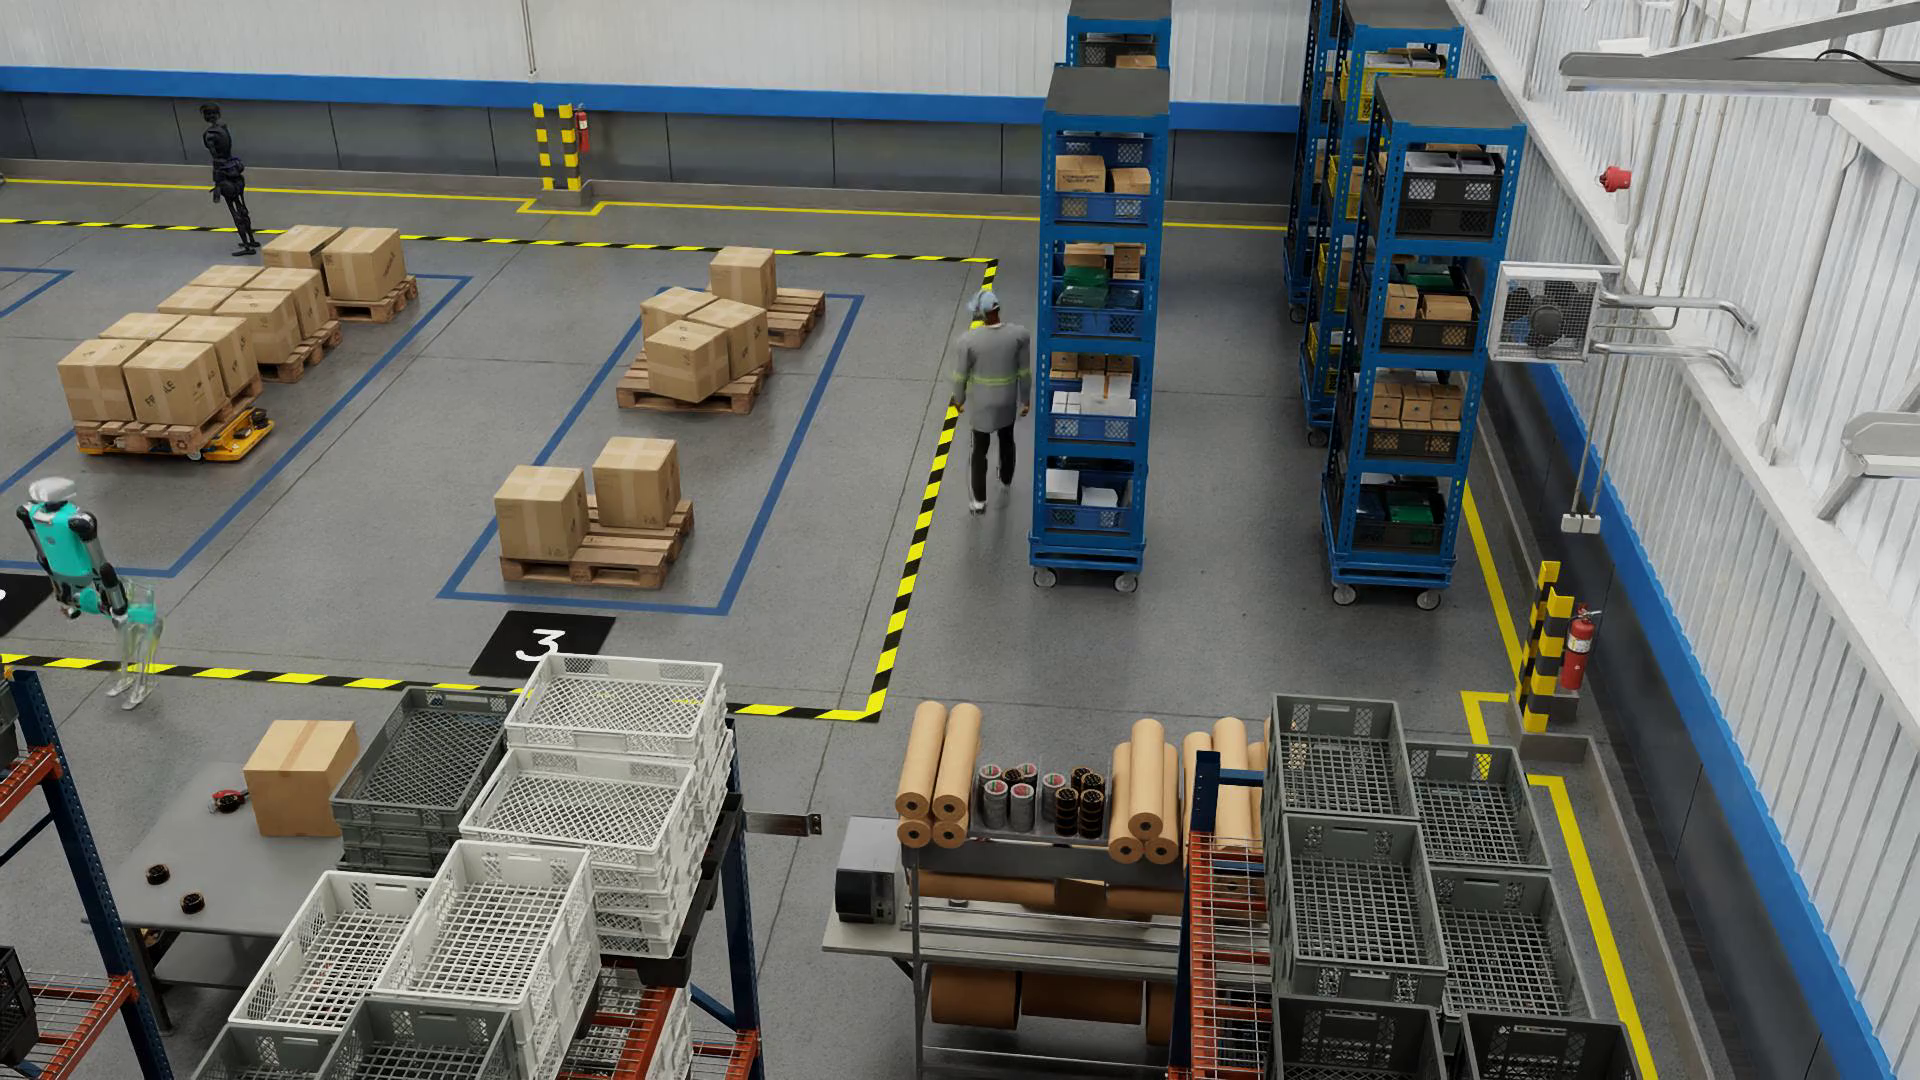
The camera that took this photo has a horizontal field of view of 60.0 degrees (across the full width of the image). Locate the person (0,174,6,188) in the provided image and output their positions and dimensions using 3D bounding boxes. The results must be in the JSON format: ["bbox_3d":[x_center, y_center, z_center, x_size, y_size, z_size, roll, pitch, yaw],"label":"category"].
[{"bbox_3d":[-11.982,-5.056,19.831,0.773,1.801,0.601,13,33,22],"label":"person"}]

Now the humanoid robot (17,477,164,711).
[{"bbox_3d":[-5.428,0.284,10.685,0.546,1.723,0.767,10,32,16],"label":"humanoid robot"}]

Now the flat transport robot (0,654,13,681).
[{"bbox_3d":[-7.142,0.969,11.010,1.431,0.231,0.659,3,30,6],"label":"flat transport robot"}]

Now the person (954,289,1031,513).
[{"bbox_3d":[0.259,-1.123,13.086,0.619,1.814,0.635,-5,31,-8],"label":"person"}]

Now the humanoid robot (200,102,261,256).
[{"bbox_3d":[-7.919,-3.908,17.974,0.315,1.653,0.599,-2,30,-4],"label":"humanoid robot"}]

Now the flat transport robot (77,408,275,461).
[{"bbox_3d":[-6.728,-0.944,14.268,1.431,0.197,0.652,3,30,6],"label":"flat transport robot"}]
